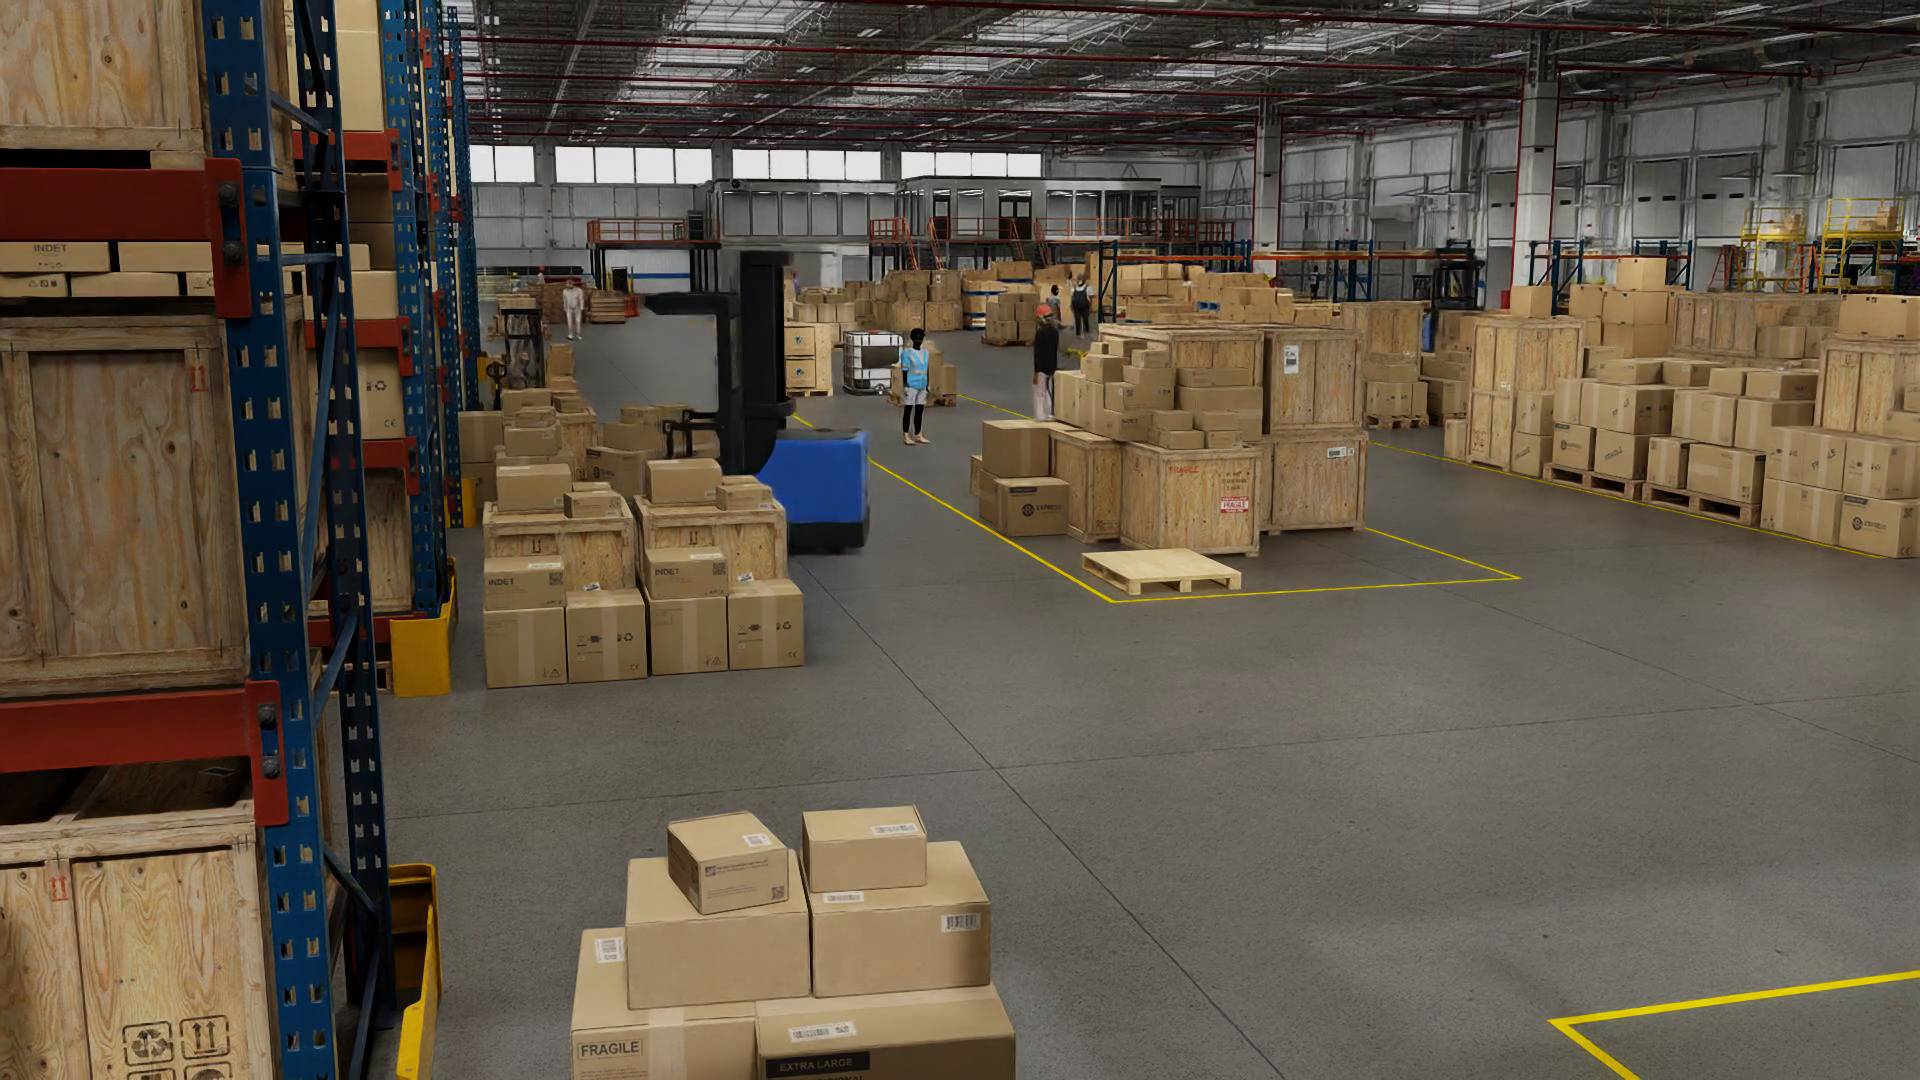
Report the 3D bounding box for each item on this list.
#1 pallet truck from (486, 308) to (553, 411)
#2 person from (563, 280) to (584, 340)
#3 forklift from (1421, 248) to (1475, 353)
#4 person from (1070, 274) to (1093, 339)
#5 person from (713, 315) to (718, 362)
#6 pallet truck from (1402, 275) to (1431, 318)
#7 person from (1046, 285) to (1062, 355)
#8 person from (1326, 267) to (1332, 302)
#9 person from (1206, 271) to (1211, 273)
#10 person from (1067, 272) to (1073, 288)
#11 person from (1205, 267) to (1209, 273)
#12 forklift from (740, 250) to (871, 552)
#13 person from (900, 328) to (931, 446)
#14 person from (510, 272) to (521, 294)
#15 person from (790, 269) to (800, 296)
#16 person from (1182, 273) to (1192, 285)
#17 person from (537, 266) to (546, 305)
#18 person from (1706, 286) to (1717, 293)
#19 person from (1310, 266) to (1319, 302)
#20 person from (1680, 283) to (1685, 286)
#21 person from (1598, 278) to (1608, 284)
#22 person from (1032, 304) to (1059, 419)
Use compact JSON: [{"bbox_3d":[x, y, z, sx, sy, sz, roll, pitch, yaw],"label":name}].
[{"bbox_3d":[-6.242,-2.418,24.362,0.823,1.965,1.885,1,10,3],"label":"pallet truck"},{"bbox_3d":[-11.839,-7.040,50.957,0.657,1.840,0.961,-1,10,-3],"label":"person"},{"bbox_3d":[12.055,-5.763,40.805,1.129,2.768,1.873,1,10,4],"label":"forklift"},{"bbox_3d":[3.739,-7.248,51.592,0.719,2.000,0.536,3,11,18],"label":"person"},{"bbox_3d":[-5.984,-5.233,41.348,0.315,1.629,0.506,-2,10,-10],"label":"person"},{"bbox_3d":[14.620,-7.324,52.145,0.823,1.965,1.885,8,13,40],"label":"pallet truck"},{"bbox_3d":[2.493,-5.831,44.098,0.319,1.857,0.529,-9,14,-42],"label":"person"},{"bbox_3d":[17.825,-12.256,80.454,0.349,1.867,0.553,0,10,-2],"label":"person"},{"bbox_3d":[10.063,-9.919,67.121,0.619,1.905,0.977,9,14,43],"label":"person"},{"bbox_3d":[4.517,-9.907,67.190,0.944,1.842,0.607,4,11,20],"label":"person"},{"bbox_3d":[11.435,-11.689,77.077,0.391,1.922,0.593,9,13,41],"label":"person"},{"bbox_3d":[-1.824,-1.340,15.760,1.873,2.768,1.129,0,10,1],"label":"forklift"},{"bbox_3d":[-0.640,-2.223,24.113,0.529,1.695,0.321,-10,14,-44],"label":"person"},{"bbox_3d":[-19.944,-11.147,74.586,0.488,1.726,0.638,-2,10,-11],"label":"person"},{"bbox_3d":[-6.898,-10.180,68.545,0.591,1.912,0.678,0,10,2],"label":"person"},{"bbox_3d":[8.490,-9.073,62.398,0.377,1.881,0.632,-5,11,-27],"label":"person"},{"bbox_3d":[-18.975,-11.440,75.505,0.426,1.985,0.621,-2,10,-12],"label":"person"},{"bbox_3d":[17.902,-5.099,39.789,0.623,1.918,0.479,1,10,5],"label":"person"},{"bbox_3d":[17.723,-12.755,83.167,0.395,1.910,0.586,-7,12,-33],"label":"person"},{"bbox_3d":[20.459,-6.362,47.158,0.621,1.838,0.429,-8,13,-38],"label":"person"},{"bbox_3d":[19.925,-7.241,51.959,0.813,1.901,0.595,7,12,35],"label":"person"},{"bbox_3d":[1.286,-2.616,25.528,0.402,1.993,0.644,6,12,32],"label":"person"}]
